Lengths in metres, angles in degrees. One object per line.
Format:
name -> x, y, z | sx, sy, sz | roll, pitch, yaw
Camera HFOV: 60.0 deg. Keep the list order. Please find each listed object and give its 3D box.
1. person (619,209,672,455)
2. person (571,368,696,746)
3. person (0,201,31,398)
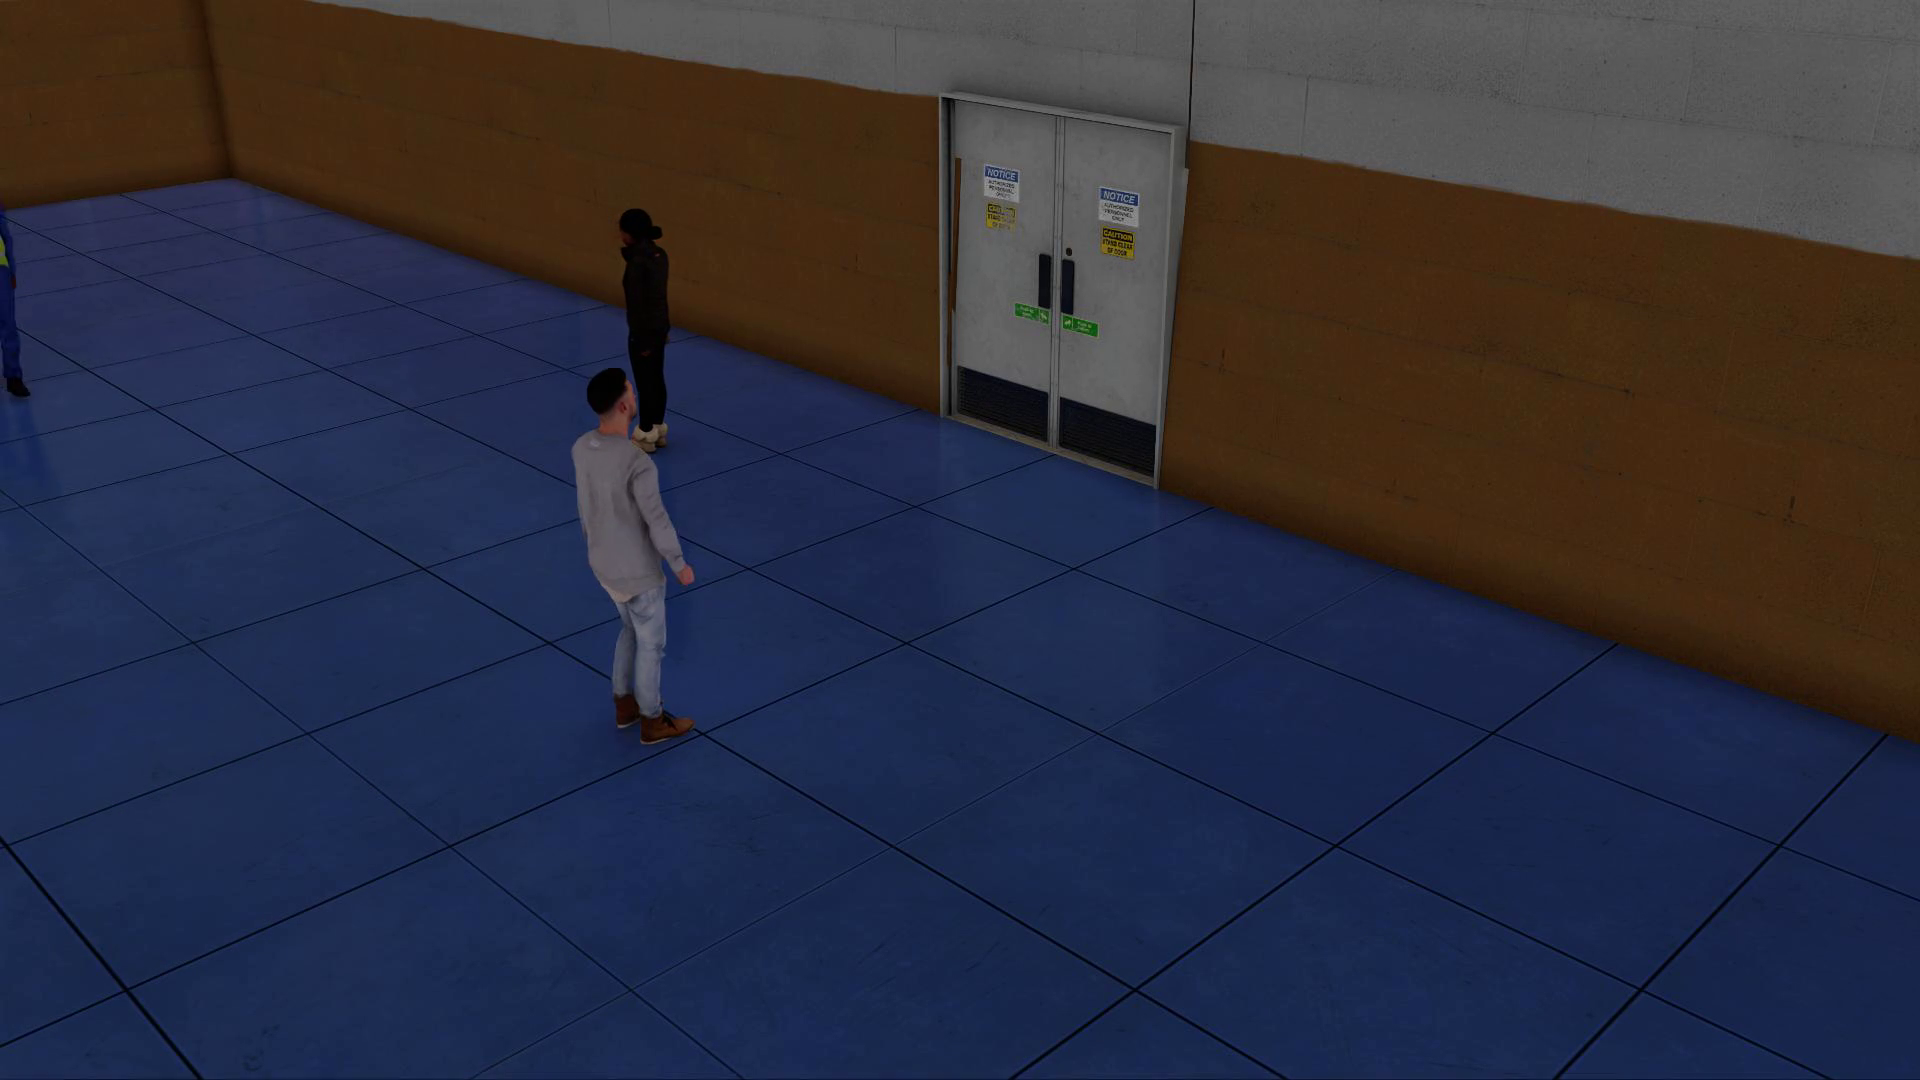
person -> -2.076, -1.392, 11.138 | 0.757, 1.659, 0.698 | -2, 24, -4
person -> -1.512, 0.116, 7.475 | 0.689, 1.834, 0.608 | 21, 31, 40
person -> -7.282, -1.983, 12.327 | 1.078, 1.789, 0.797 | -18, 30, -36
